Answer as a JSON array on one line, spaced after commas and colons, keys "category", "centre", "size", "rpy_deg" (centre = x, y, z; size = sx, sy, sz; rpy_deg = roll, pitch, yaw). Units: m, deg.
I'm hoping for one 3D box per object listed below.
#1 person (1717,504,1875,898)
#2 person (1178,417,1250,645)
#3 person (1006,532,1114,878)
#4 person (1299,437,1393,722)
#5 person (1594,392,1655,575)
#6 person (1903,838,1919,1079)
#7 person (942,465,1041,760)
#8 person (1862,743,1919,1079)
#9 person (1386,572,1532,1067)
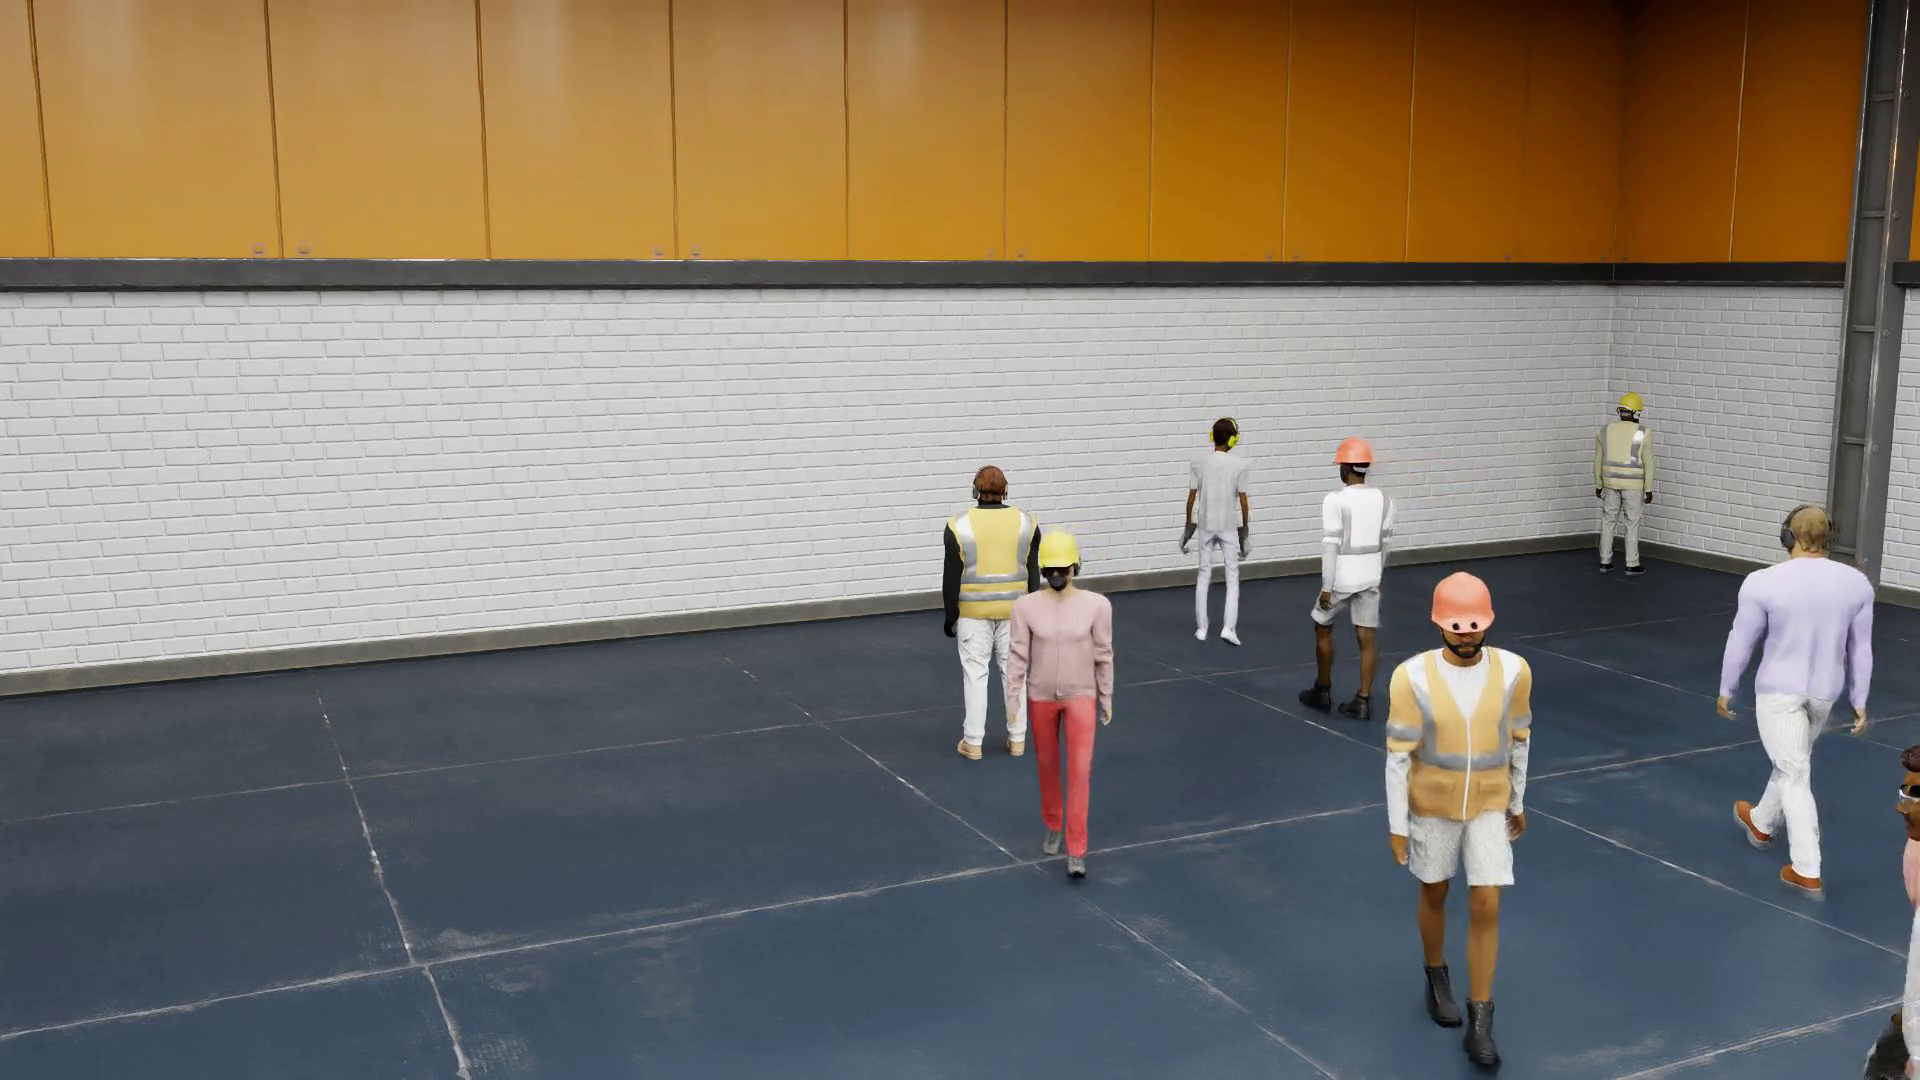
[{"category": "person", "centre": [4.159, 0.752, 8.371], "size": [0.656, 1.883, 1.005], "rpy_deg": [0, 9, -1]}, {"category": "person", "centre": [2.066, -0.063, 13.588], "size": [0.593, 1.858, 0.549], "rpy_deg": [3, 10, 18]}, {"category": "person", "centre": [0.495, 0.830, 8.387], "size": [0.534, 1.725, 0.863], "rpy_deg": [1, 9, 9]}, {"category": "person", "centre": [2.629, 0.251, 11.401], "size": [0.580, 1.910, 0.764], "rpy_deg": [-4, 10, -21]}, {"category": "person", "centre": [6.688, -0.567, 16.730], "size": [0.601, 1.830, 0.403], "rpy_deg": [9, 13, 44]}, {"category": "person", "centre": [3.249, 1.272, 5.189], "size": [0.696, 1.875, 0.629], "rpy_deg": [-6, 11, -34]}, {"category": "person", "centre": [0.187, 0.450, 10.395], "size": [0.625, 1.843, 0.430], "rpy_deg": [-2, 9, -13]}, {"category": "person", "centre": [2.675, 1.429, 4.390], "size": [0.886, 1.833, 0.484], "rpy_deg": [6, 11, 33]}, {"category": "person", "centre": [1.942, 1.061, 6.436], "size": [0.578, 1.894, 0.847], "rpy_deg": [1, 9, 6]}]
